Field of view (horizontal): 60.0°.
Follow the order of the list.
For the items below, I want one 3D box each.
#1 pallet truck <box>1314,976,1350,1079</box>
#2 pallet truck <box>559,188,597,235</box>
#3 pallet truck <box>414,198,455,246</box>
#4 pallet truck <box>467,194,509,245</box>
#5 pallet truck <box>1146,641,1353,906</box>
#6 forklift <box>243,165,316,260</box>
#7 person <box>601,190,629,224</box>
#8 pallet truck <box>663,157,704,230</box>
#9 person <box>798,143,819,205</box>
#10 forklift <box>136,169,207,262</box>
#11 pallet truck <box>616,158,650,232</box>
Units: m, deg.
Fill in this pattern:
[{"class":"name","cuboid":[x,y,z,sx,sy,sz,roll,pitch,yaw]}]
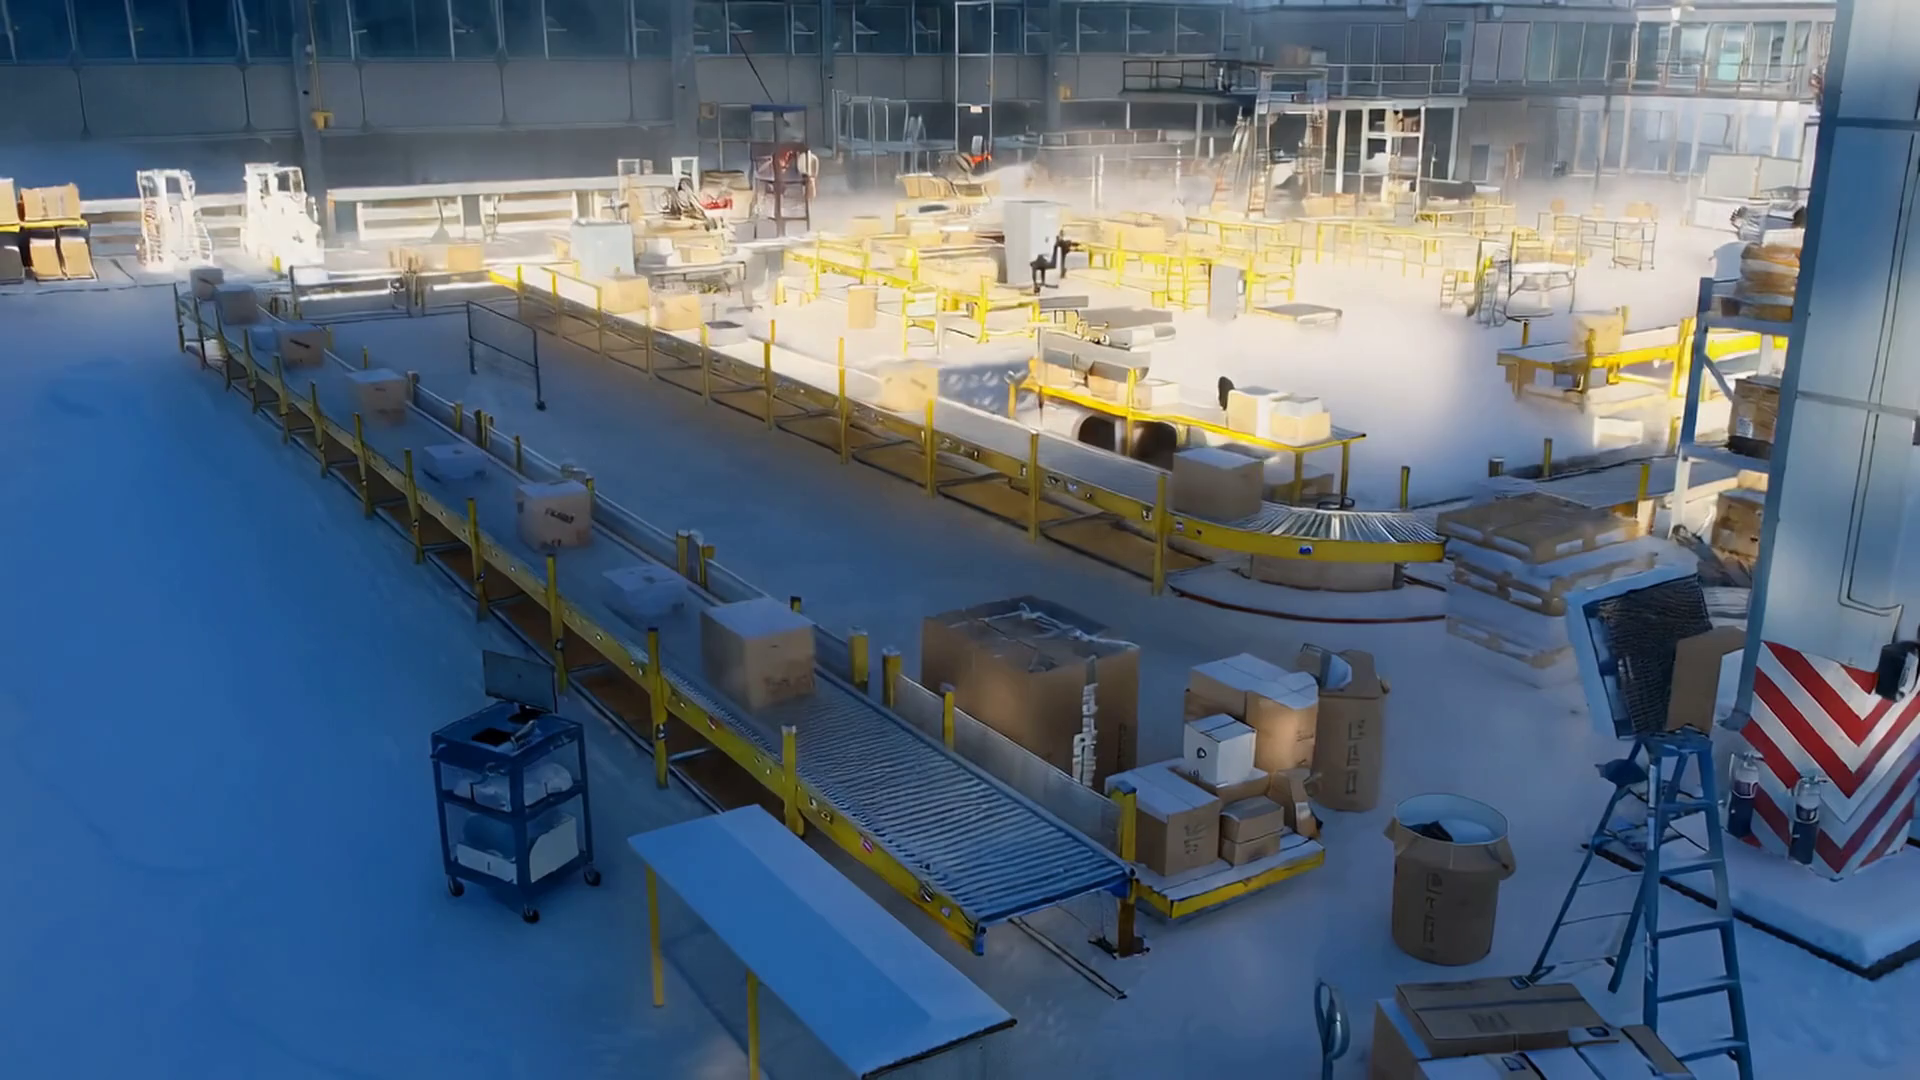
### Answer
[{"class":"pallet truck","cuboid":[2.299,2.390,7.086,1.601,1.201,0.680,-2,17,-7]},{"class":"pallet truck","cuboid":[-10.010,-8.652,43.699,0.653,1.274,1.630,-10,20,-31]},{"class":"pallet truck","cuboid":[-13.250,-8.060,41.856,0.680,1.201,1.601,-10,20,-31]},{"class":"pallet truck","cuboid":[-11.983,-8.177,42.137,0.704,1.261,1.522,-11,20,-33]},{"class":"pallet truck","cuboid":[1.664,1.407,10.232,1.630,1.274,0.653,-10,20,-31]},{"class":"forklift","cuboid":[-15.898,-7.669,38.708,1.157,1.987,2.680,-11,20,-33]},{"class":"person","cuboid":[-7.008,-6.129,34.032,0.606,2.046,0.369,-13,21,-37]},{"class":"pallet truck","cuboid":[-7.586,-9.308,44.692,0.823,1.965,1.885,-11,20,-33]},{"class":"person","cuboid":[-4.724,-11.395,51.795,0.654,1.906,0.408,-2,17,-6]},{"class":"forklift","cuboid":[-17.842,-7.318,37.559,1.157,1.987,2.680,-10,20,-31]},{"class":"pallet truck","cuboid":[-8.918,-9.176,44.255,0.823,1.965,1.885,-9,19,-27]}]
